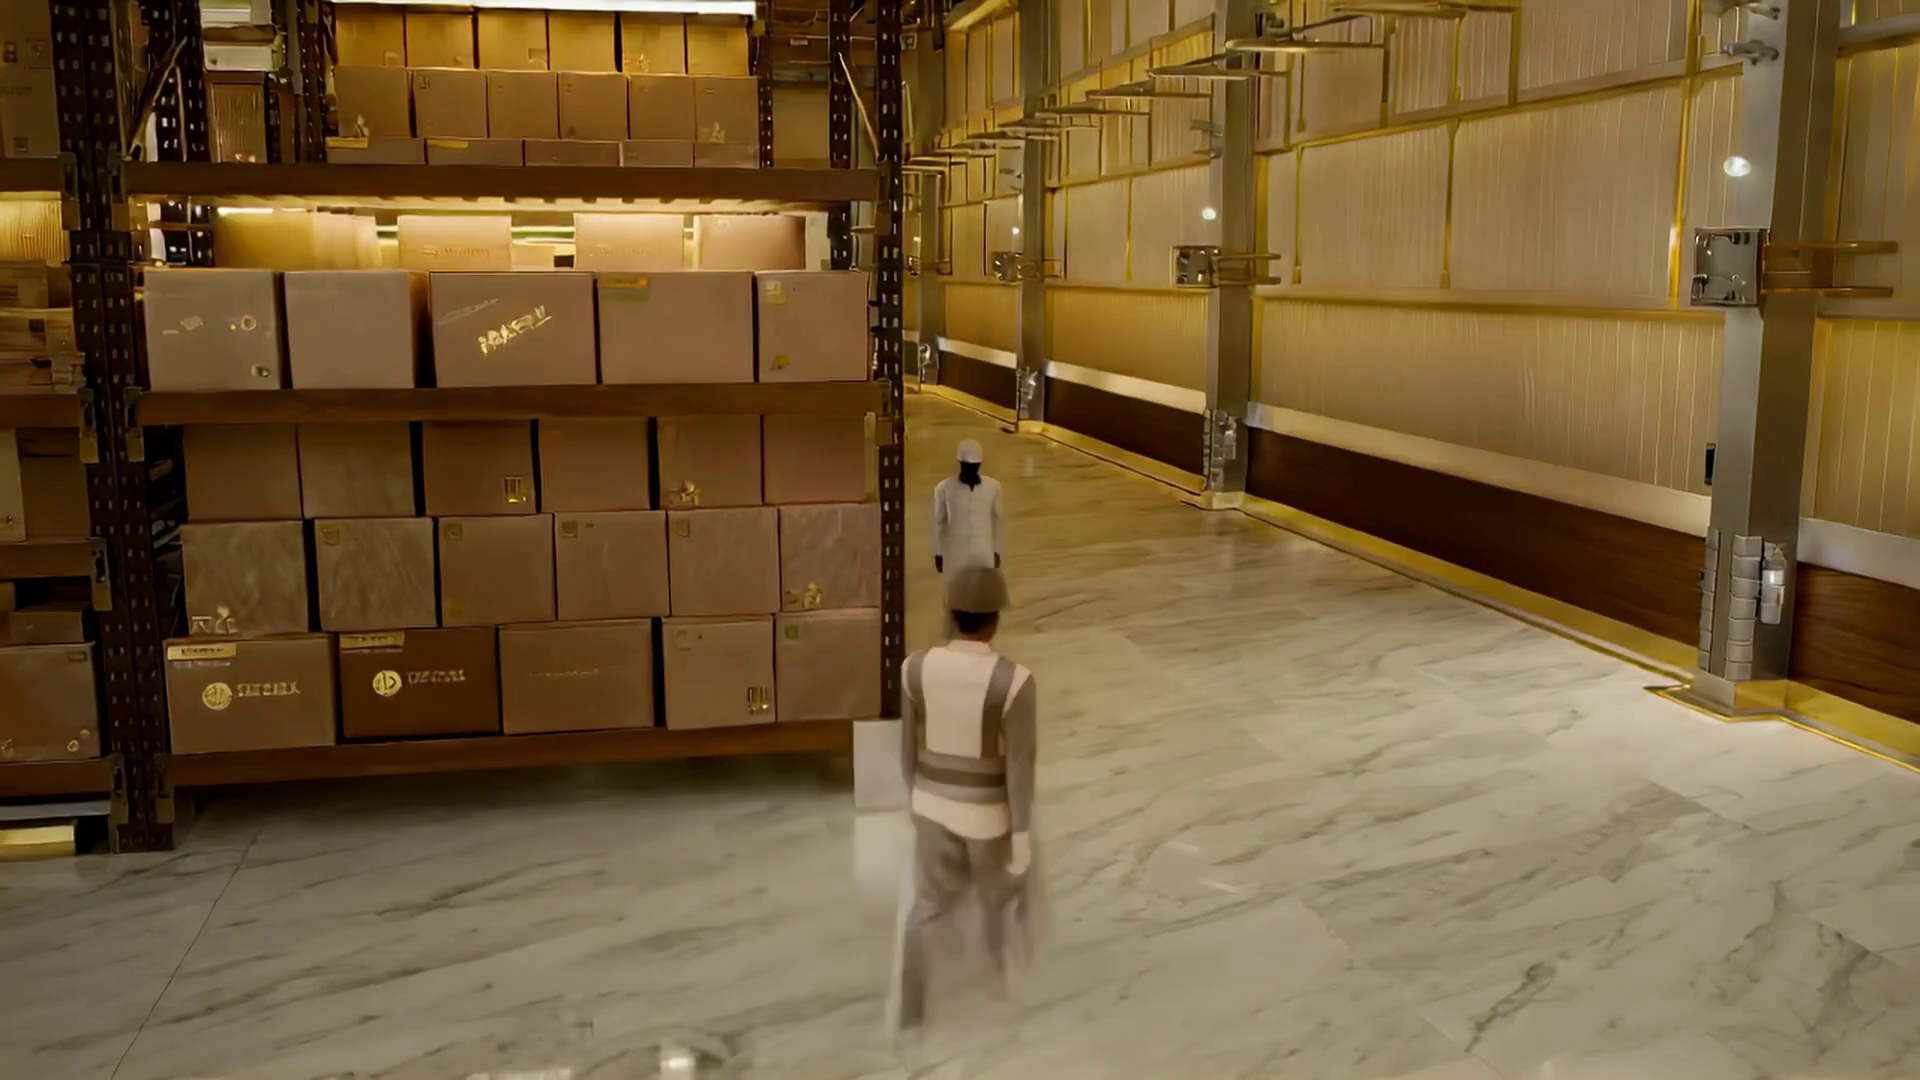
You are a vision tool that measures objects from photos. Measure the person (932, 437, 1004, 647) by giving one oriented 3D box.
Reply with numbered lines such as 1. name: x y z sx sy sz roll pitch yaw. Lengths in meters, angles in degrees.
1. person: 0.063 0.058 12.926 0.566 1.737 0.423 -3 10 -20

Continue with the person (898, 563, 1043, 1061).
1. person: 0.029 1.030 6.529 0.623 1.900 0.984 5 10 27
